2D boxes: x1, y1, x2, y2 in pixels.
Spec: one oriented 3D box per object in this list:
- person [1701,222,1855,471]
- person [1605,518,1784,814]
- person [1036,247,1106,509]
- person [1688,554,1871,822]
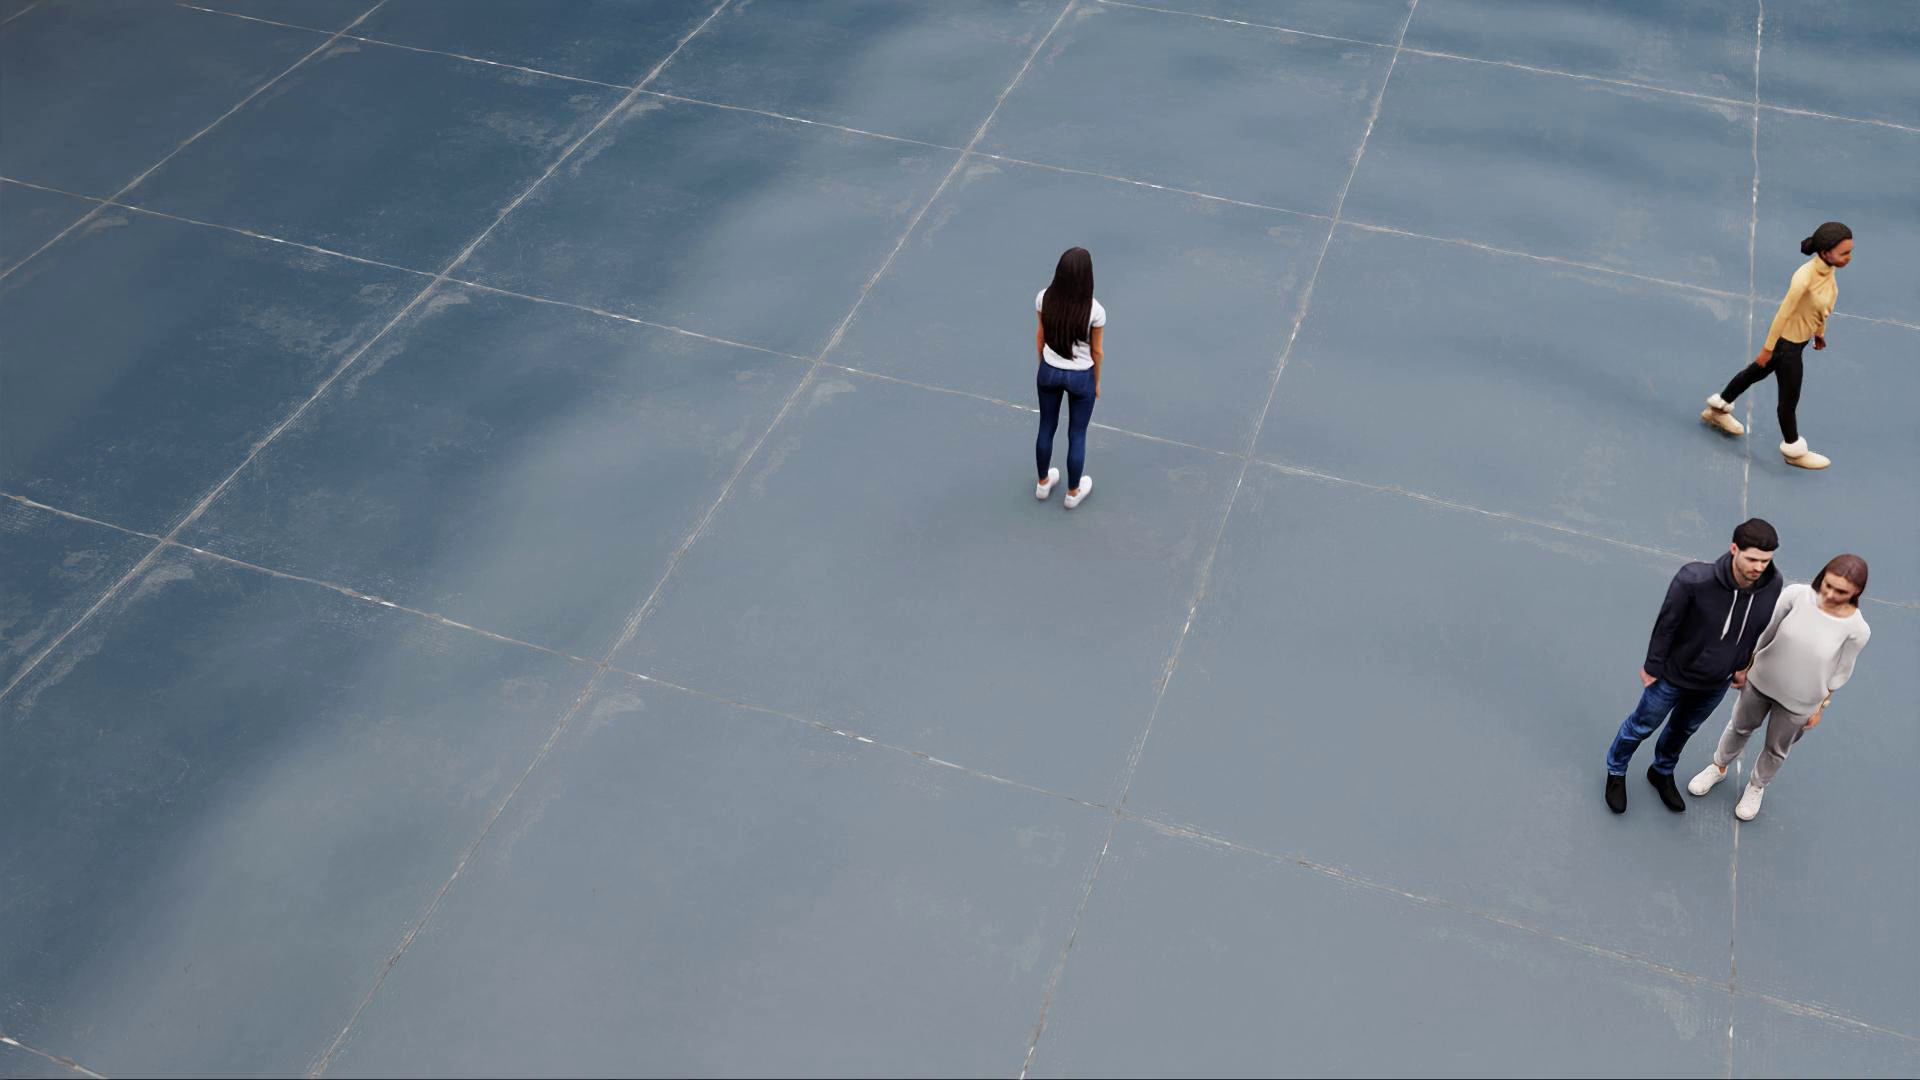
[{"bbox_3d":[5.025,-1.253,10.226,1.171,1.621,0.926,34,53,31],"label":"person"},{"bbox_3d":[3.553,0.597,8.044,0.652,1.894,0.808,-1,43,-2],"label":"person"},{"bbox_3d":[0.621,-0.940,9.779,0.451,1.774,0.646,17,46,17],"label":"person"},{"bbox_3d":[4.024,0.693,8.091,0.601,1.690,0.730,32,51,29],"label":"person"}]
